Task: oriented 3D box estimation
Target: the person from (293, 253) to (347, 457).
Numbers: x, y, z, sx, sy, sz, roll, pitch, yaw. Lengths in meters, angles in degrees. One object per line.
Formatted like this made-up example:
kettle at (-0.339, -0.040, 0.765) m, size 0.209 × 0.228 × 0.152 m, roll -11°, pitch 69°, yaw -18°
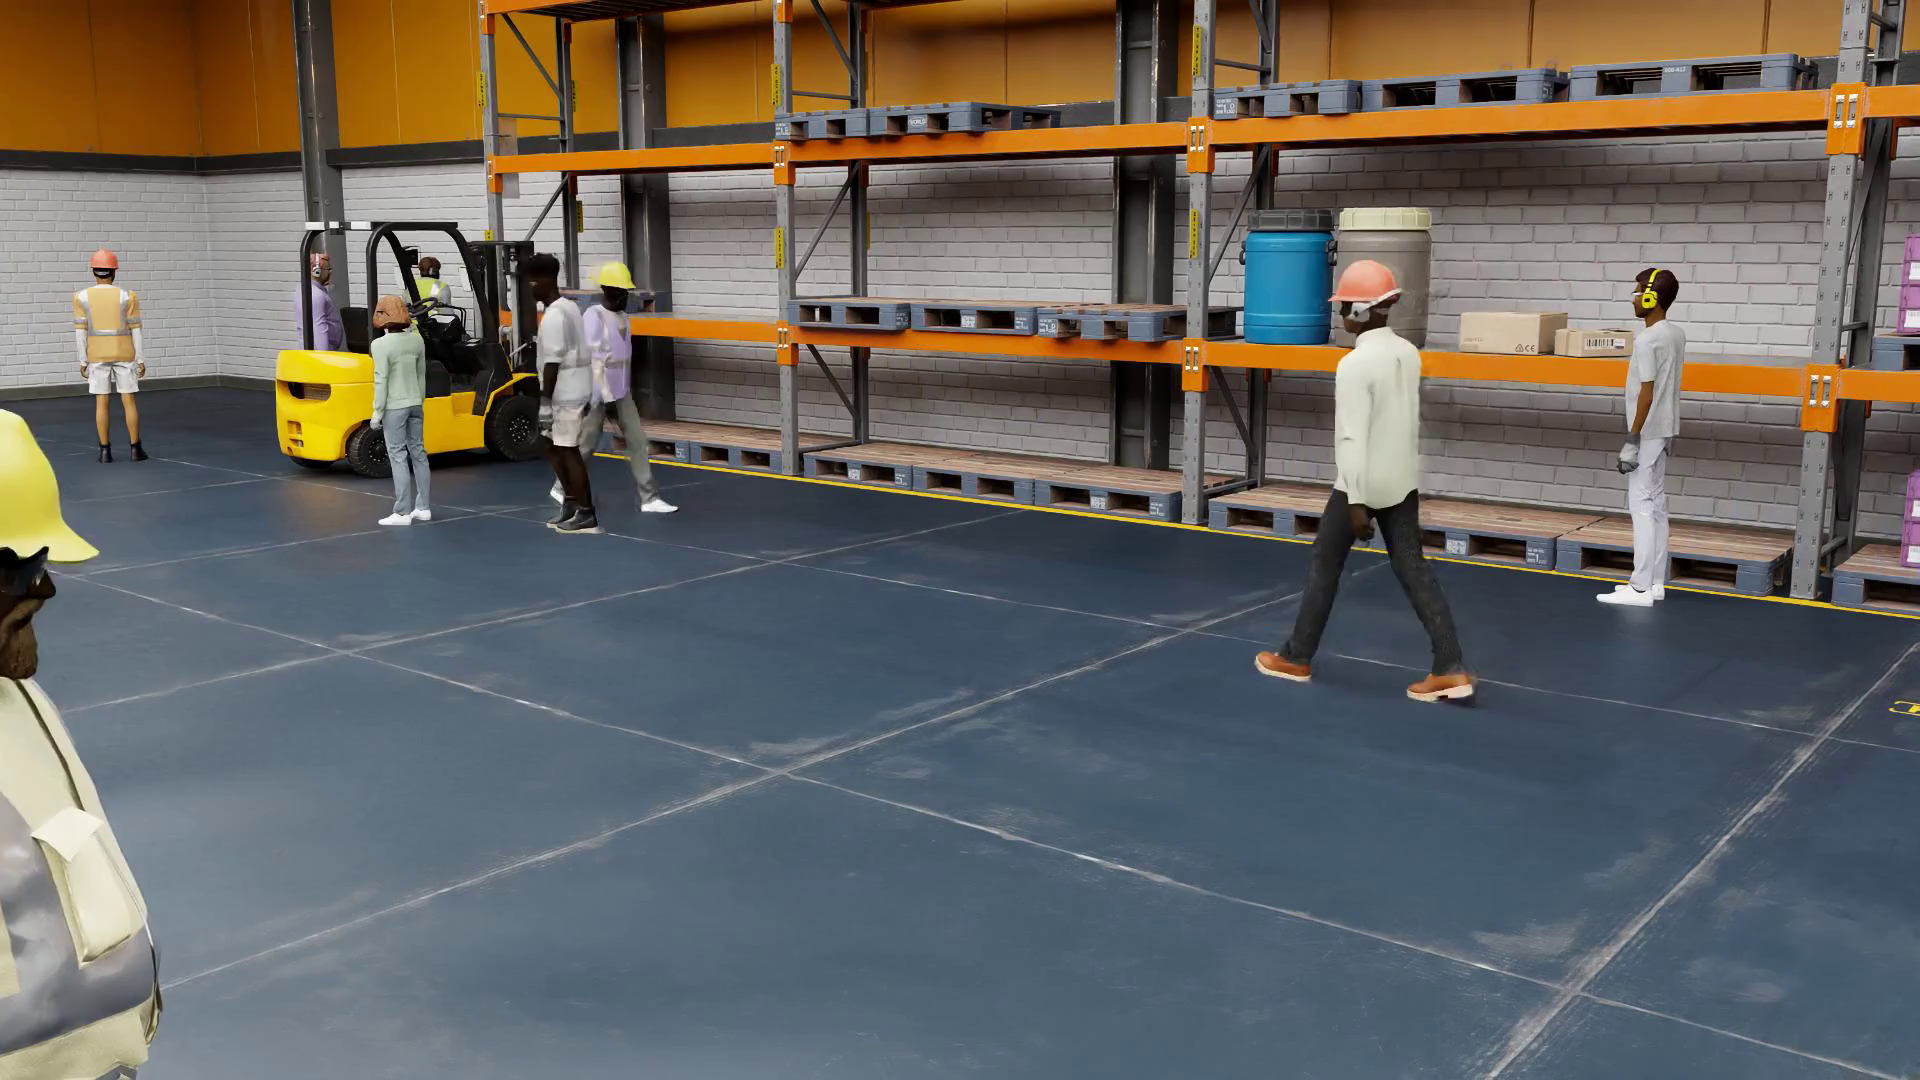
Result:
person at (-5.965, -1.717, 15.542) m, size 0.403 × 1.900 × 0.643 m, roll -6°, pitch 12°, yaw -31°

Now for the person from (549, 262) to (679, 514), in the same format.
person at (-2.630, -1.117, 12.300) m, size 1.009 × 1.874 × 0.575 m, roll 4°, pitch 11°, yaw 23°

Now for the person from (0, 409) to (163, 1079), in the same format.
person at (-1.242, 0.737, 2.148) m, size 0.403 × 1.825 × 0.586 m, roll -3°, pitch 11°, yaw -17°

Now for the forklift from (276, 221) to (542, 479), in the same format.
forklift at (-4.922, -1.741, 14.854) m, size 1.214 × 2.155 × 2.313 m, roll 8°, pitch 13°, yaw 38°

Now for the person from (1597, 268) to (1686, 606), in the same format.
person at (3.805, -0.565, 9.239) m, size 0.328 × 1.872 × 0.514 m, roll 9°, pitch 13°, yaw 40°

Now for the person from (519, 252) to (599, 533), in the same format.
person at (-2.745, -0.981, 11.378) m, size 0.557 × 1.929 × 0.649 m, roll -1°, pitch 10°, yaw -3°

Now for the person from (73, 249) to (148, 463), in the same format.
person at (-7.734, -1.669, 15.162) m, size 0.552 × 1.936 × 0.358 m, roll -4°, pitch 11°, yaw -22°

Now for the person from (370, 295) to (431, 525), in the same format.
person at (-3.998, -0.921, 11.858) m, size 0.279 × 1.634 × 0.498 m, roll 4°, pitch 11°, yaw 23°

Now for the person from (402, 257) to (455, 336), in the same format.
person at (-5.921, -2.255, 18.698) m, size 0.619 × 1.838 × 0.430 m, roll 3°, pitch 11°, yaw 17°

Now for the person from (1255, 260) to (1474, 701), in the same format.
person at (1.854, -0.259, 7.370) m, size 0.616 × 1.945 × 1.045 m, roll -9°, pitch 14°, yaw -41°
